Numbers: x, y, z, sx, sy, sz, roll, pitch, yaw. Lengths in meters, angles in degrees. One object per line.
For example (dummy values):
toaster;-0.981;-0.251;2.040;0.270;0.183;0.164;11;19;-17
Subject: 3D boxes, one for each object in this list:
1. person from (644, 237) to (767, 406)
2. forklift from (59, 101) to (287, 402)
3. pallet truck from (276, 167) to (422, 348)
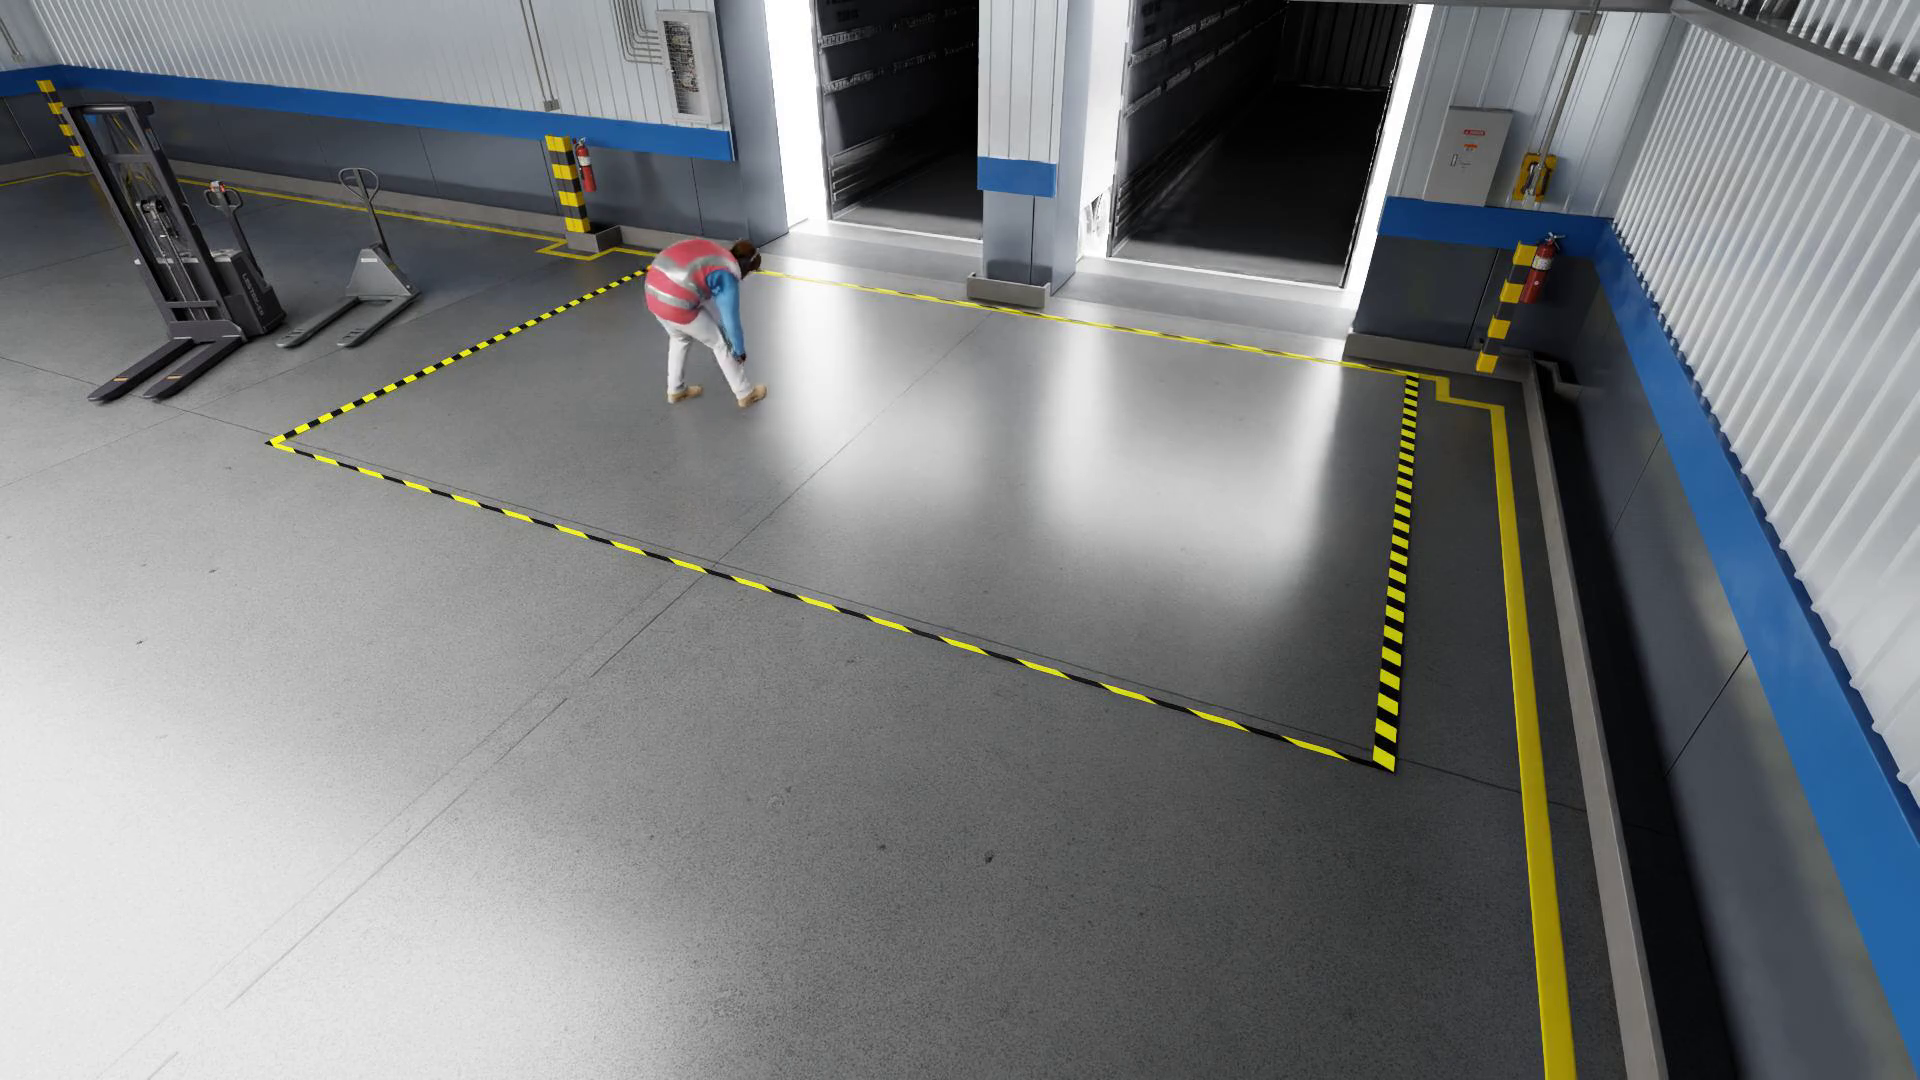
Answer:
person;-1.953;-1.674;7.059;0.868;1.277;0.912;22;40;28
forklift;-6.686;-2.387;7.434;0.823;1.965;1.885;-3;35;-5
pallet truck;-5.732;-2.611;8.414;0.680;1.201;1.601;-1;35;-1
